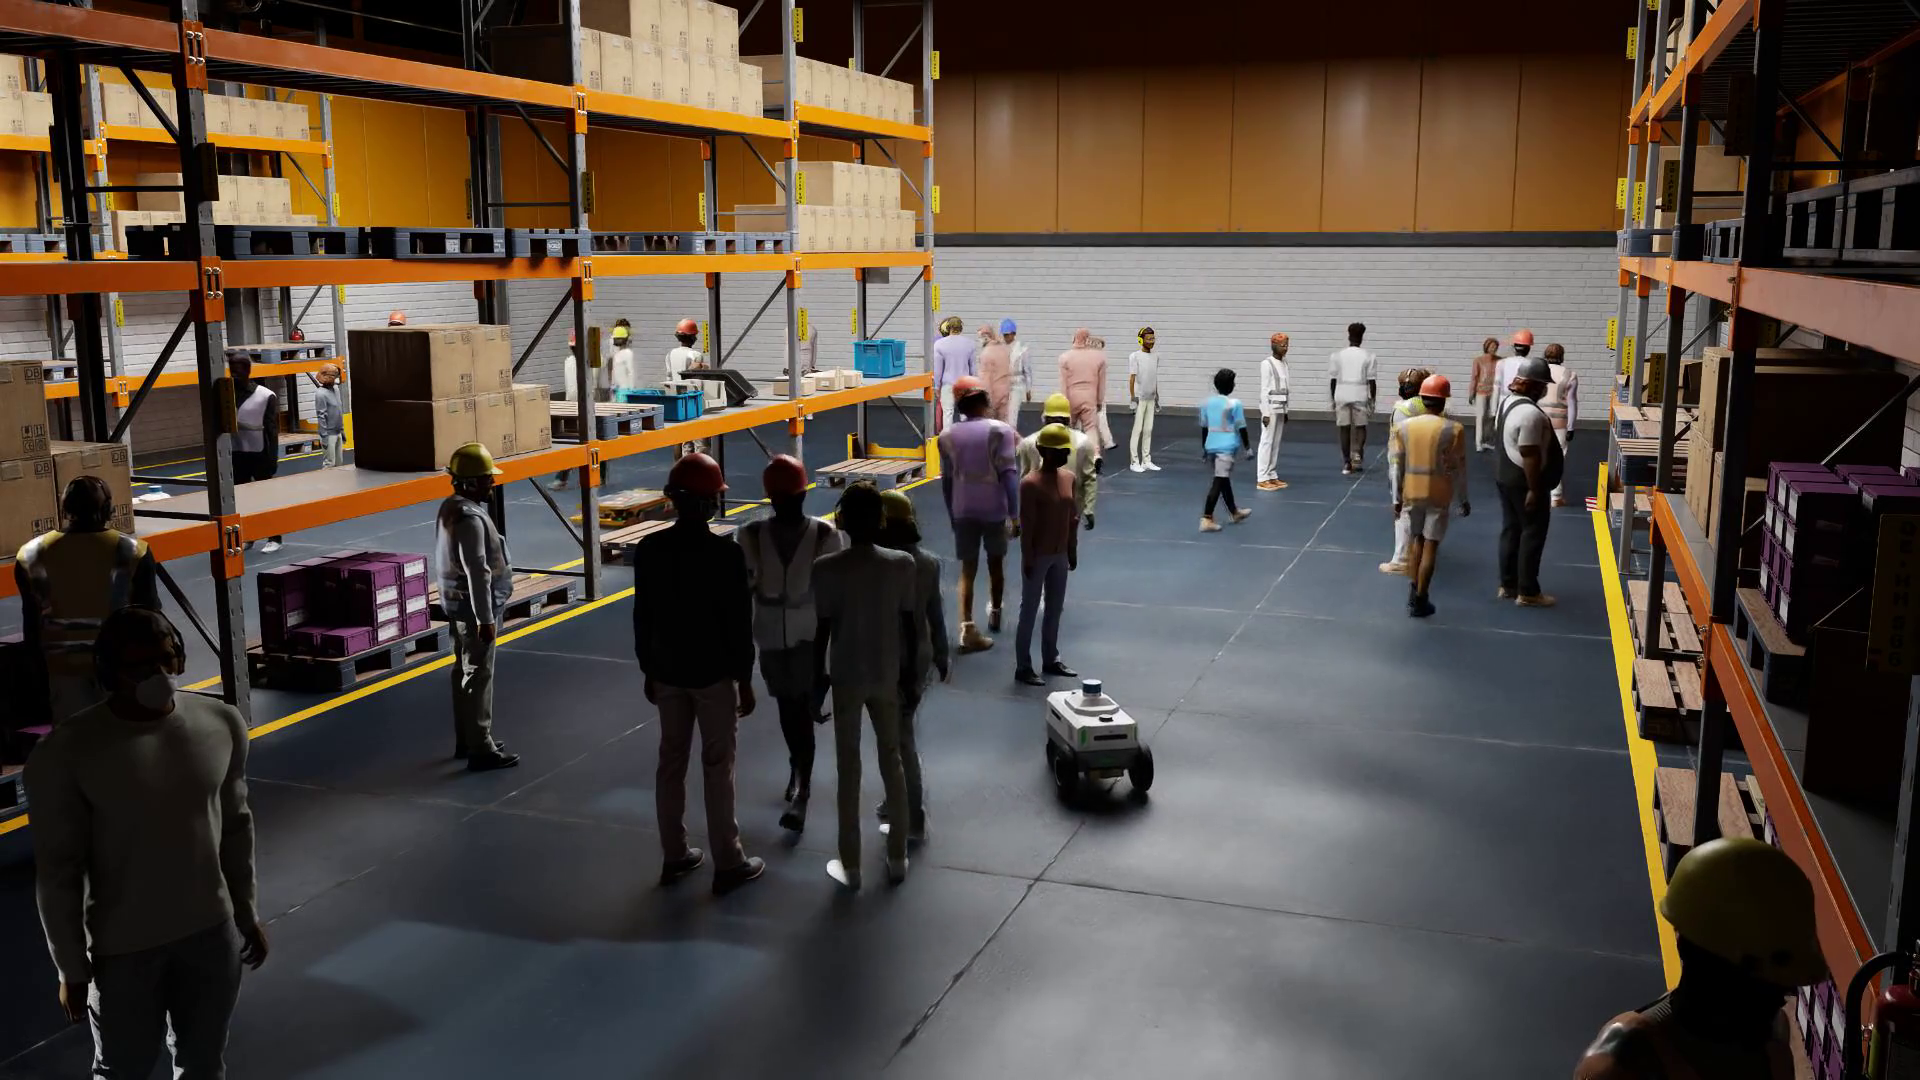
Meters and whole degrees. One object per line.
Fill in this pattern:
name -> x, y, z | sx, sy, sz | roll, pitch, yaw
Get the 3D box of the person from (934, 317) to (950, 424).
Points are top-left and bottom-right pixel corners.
person -> -0.269, -2.528, 25.706 | 0.600, 1.811, 0.542 | 4, 11, 20

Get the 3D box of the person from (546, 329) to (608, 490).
person -> -4.545, -1.537, 19.742 | 0.634, 1.934, 0.970 | 6, 12, 31

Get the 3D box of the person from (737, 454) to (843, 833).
person -> -0.870, 0.503, 8.423 | 0.555, 1.872, 1.036 | 1, 10, 5

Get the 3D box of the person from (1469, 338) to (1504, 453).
person -> 7.488, -2.059, 23.648 | 0.555, 1.608, 0.486 | -3, 11, -17

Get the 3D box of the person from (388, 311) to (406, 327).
person -> -7.923, -2.239, 23.561 | 0.622, 1.992, 0.396 | -3, 10, -16

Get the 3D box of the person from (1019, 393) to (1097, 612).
person -> 0.766, -0.249, 12.961 | 0.592, 1.787, 0.931 | -1, 10, -4

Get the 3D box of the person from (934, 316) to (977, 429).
person -> -0.072, -2.157, 23.258 | 0.631, 1.939, 0.369 | -2, 10, -14

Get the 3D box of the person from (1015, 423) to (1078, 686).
person -> 0.604, 0.092, 11.112 | 0.350, 1.758, 0.522 | 10, 14, 44

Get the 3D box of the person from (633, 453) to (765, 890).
person -> -1.193, 0.596, 7.588 | 0.612, 1.995, 0.388 | 5, 11, 27

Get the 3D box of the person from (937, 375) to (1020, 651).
person -> 0.170, -0.215, 12.235 | 0.687, 1.964, 1.023 | 3, 10, 16

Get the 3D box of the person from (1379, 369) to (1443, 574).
person -> 4.020, -0.607, 14.837 | 0.624, 1.837, 0.429 | -8, 13, -39

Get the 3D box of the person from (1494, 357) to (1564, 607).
person -> 4.648, -0.491, 13.587 | 0.540, 2.000, 0.688 | 0, 10, -1

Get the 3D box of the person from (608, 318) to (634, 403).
person -> -5.230, -2.488, 25.489 | 0.919, 1.822, 0.582 | 8, 13, 37

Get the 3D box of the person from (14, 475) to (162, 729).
person -> -4.146, 0.603, 8.013 | 0.626, 1.837, 0.429 | -2, 10, -13

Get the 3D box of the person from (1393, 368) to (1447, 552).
person -> 4.333, -0.724, 15.573 | 0.533, 1.812, 0.822 | 8, 13, 39

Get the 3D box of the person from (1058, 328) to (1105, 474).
person -> 1.575, -1.794, 21.411 | 0.645, 1.869, 0.838 | -2, 10, -10

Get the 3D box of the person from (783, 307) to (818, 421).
person -> -2.671, -2.915, 27.605 | 0.643, 1.913, 0.410 | -9, 13, -41

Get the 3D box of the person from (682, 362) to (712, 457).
person -> -2.911, -1.151, 18.452 | 0.514, 1.634, 0.312 | 8, 13, 39

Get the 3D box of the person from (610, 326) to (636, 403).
person -> -4.881, -2.215, 24.100 | 0.406, 1.752, 0.533 | -6, 12, -30

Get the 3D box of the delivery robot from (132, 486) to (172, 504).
delivery robot -> -7.904, -0.291, 16.378 | 0.707, 0.478, 0.477 | 7, 12, 33

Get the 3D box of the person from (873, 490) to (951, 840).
person -> -0.335, 0.609, 8.287 | 0.612, 1.712, 0.545 | 9, 14, 43

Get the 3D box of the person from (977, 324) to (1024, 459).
person -> 0.521, -1.941, 22.224 | 0.653, 1.874, 0.710 | 6, 12, 32

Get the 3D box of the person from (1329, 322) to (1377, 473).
person -> 5.024, -1.811, 21.302 | 0.603, 1.945, 0.464 | 3, 11, 17

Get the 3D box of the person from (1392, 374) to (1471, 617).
person -> 3.761, -0.356, 13.194 | 0.552, 1.916, 0.631 | 9, 13, 40

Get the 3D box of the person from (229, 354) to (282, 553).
person -> -6.746, -0.818, 15.822 | 0.589, 1.909, 0.405 | 2, 10, 9

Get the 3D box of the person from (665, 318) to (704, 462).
person -> -3.258, -1.640, 20.034 | 0.615, 2.047, 0.360 | 8, 13, 37

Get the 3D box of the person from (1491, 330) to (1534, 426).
person -> 6.648, -1.535, 19.793 | 0.581, 1.917, 0.553 | 8, 13, 37

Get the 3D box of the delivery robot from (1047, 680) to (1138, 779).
delivery robot -> 0.716, 1.006, 9.074 | 0.477, 0.478, 0.707 | -2, 10, -12

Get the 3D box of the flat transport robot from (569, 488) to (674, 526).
flat transport robot -> -3.529, -0.361, 17.833 | 0.652, 0.197, 1.431 | 3, 11, 19

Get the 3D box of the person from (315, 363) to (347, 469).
person -> -6.998, -1.162, 18.541 | 0.292, 1.623, 0.506 | 0, 10, 2

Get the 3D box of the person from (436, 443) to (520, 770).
person -> -2.714, 0.366, 9.345 | 0.404, 1.830, 0.602 | -5, 11, -28

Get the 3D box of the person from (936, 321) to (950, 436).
person -> -0.187, -2.452, 25.399 | 0.315, 1.770, 0.523 | -8, 13, -37

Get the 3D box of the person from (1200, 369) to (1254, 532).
person -> 2.770, -0.929, 17.128 | 0.828, 1.656, 0.543 | -6, 12, -30

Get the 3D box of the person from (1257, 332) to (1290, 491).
person -> 3.775, -1.541, 19.944 | 0.346, 1.881, 0.578 | 7, 12, 35

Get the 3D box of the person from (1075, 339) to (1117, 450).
person -> 1.904, -2.073, 23.774 | 0.517, 1.589, 0.853 | -6, 12, -29

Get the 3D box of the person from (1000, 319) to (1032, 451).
person -> 0.646, -2.112, 23.119 | 0.627, 1.890, 0.992 | 4, 11, 23

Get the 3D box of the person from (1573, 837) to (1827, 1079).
person -> 1.307, 1.447, 3.000 | 0.593, 1.923, 0.382 | -8, 13, -38

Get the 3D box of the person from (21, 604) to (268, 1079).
person -> -2.272, 1.131, 4.738 | 0.373, 1.940, 0.629 | 7, 12, 35

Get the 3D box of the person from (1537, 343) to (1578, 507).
person -> 6.608, -1.288, 18.667 | 0.622, 1.837, 0.429 | 8, 13, 37

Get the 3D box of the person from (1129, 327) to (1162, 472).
person -> 2.404, -1.813, 21.513 | 0.530, 1.871, 0.323 | -8, 13, -39

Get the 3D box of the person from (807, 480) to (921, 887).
person -> -0.439, 0.658, 7.613 | 0.534, 1.864, 0.310 | -3, 11, -18
